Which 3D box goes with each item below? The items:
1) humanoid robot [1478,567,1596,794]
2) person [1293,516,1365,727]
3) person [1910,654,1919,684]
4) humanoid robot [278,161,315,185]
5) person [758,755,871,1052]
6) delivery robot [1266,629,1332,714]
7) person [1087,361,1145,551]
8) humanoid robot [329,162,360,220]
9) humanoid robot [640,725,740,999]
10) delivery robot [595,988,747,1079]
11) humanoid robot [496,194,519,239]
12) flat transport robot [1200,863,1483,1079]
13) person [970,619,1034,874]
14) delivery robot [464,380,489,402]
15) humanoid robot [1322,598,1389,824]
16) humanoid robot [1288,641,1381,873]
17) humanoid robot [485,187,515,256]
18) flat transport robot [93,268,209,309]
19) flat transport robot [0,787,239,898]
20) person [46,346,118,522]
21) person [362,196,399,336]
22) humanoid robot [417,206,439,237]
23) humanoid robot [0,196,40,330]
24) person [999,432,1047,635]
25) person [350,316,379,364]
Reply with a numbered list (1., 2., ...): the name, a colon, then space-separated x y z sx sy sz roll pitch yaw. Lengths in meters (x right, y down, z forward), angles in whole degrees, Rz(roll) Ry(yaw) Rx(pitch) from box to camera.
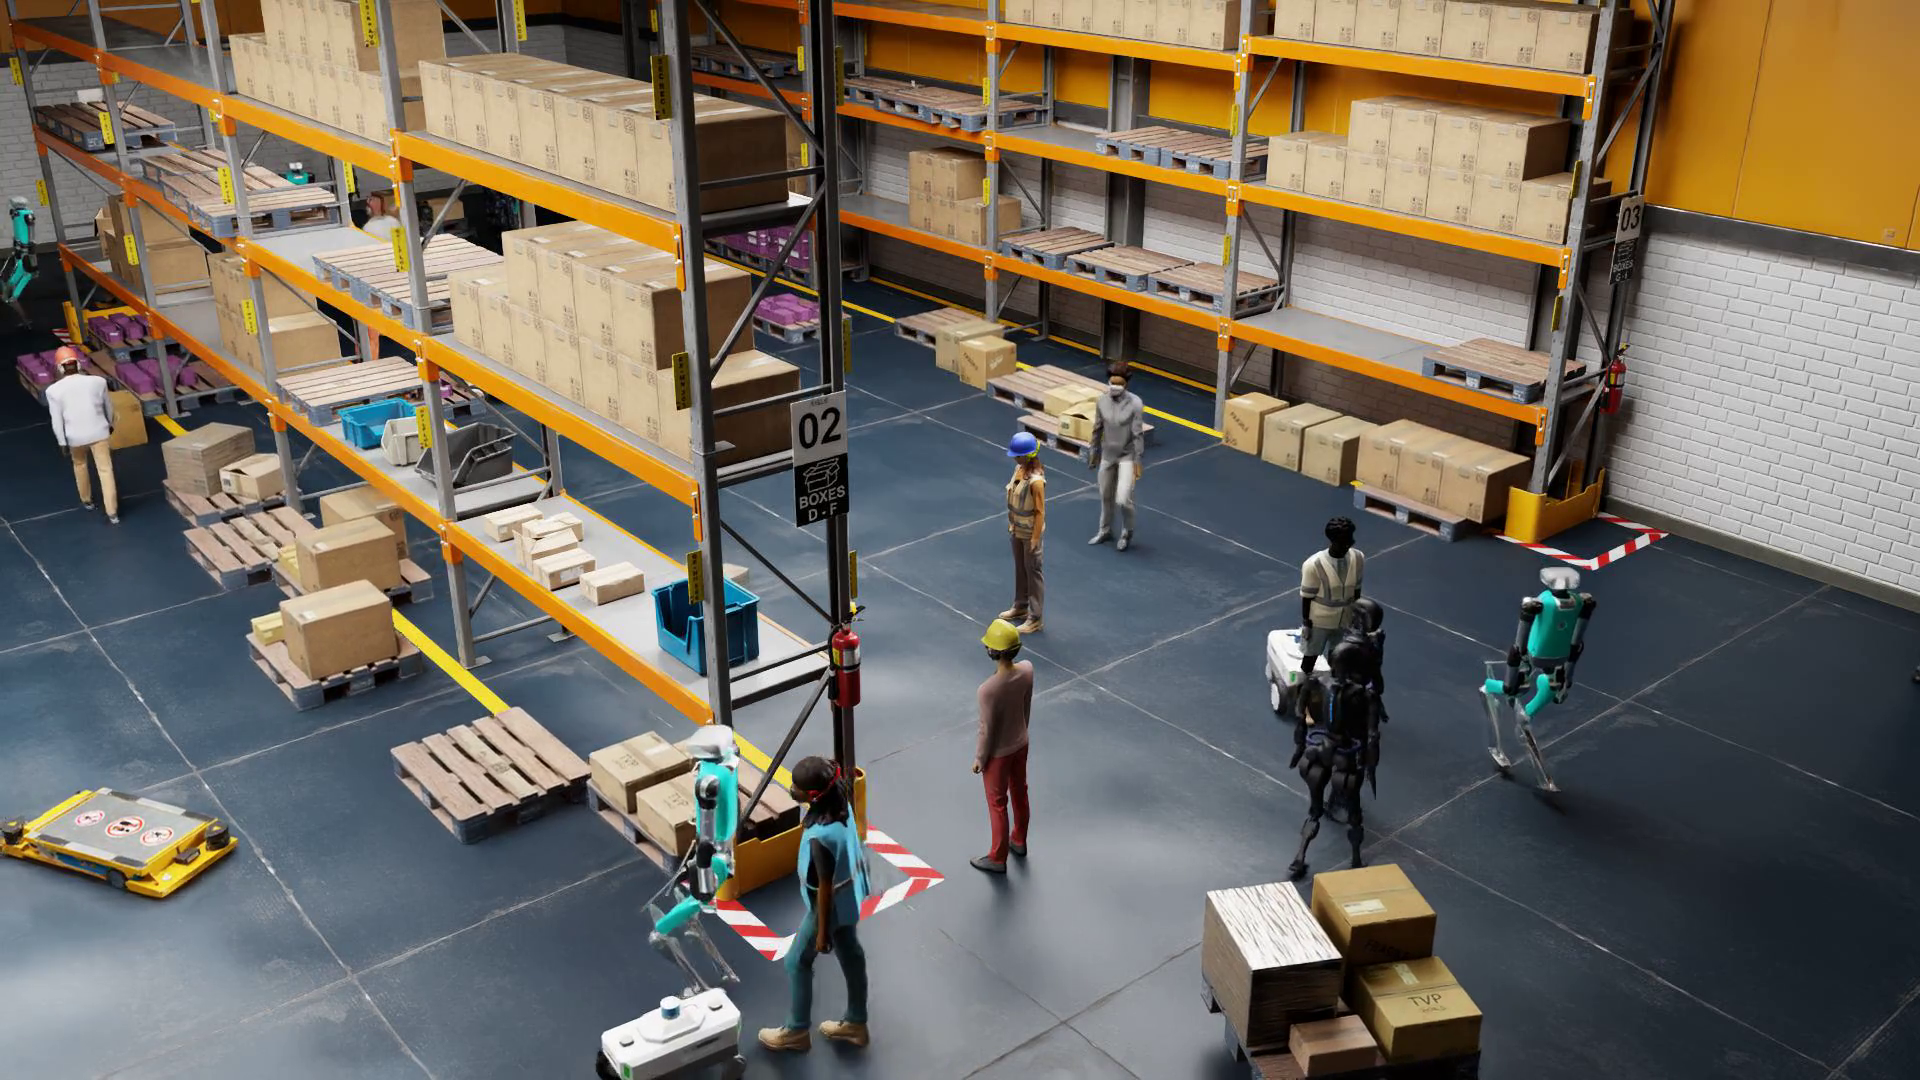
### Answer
1. humanoid robot: 3.974 0.925 11.631 0.547 1.730 0.975 -5 24 -11
2. person: 2.767 0.597 12.470 0.535 1.692 0.320 -9 25 -21
3. person: 7.821 0.263 12.948 0.548 1.927 0.390 13 27 28
4. humanoid robot: -10.085 -4.912 25.242 0.544 1.765 1.047 -17 29 -34
5. person: -0.822 1.968 9.089 0.727 1.848 0.556 6 24 13
6. delivery robot: 2.644 1.012 12.965 0.499 0.614 0.815 -2 23 -5
7. person: 1.476 -0.770 15.411 0.609 1.876 0.488 14 27 29
8. humanoid robot: -10.161 -5.865 27.446 0.613 1.645 0.451 12 26 25
9. humanoid robot: -1.554 1.867 9.466 0.669 1.792 0.552 3 24 7
10. delivery robot: -1.546 2.727 8.952 0.774 0.581 0.499 -15 27 -31
11. humanoid robot: -7.369 -5.689 26.979 0.547 1.765 0.963 -19 30 -36
12. flat transport robot: 2.053 2.830 9.091 0.659 0.231 1.431 -5 24 -11
13. person: 0.269 1.319 10.701 0.306 1.768 0.524 17 29 35
14. delivery robot: -5.499 -1.877 19.650 0.809 0.611 0.499 -3 24 -8
15. humanoid robot: 2.662 1.148 11.220 0.324 1.655 0.596 21 31 40
16. humanoid robot: 2.378 1.412 10.633 0.607 1.638 0.496 14 27 29
17. humanoid robot: -6.980 -4.972 25.375 0.608 1.642 0.422 20 30 38
18. flat transport robot: -11.384 -3.412 23.545 1.431 0.231 0.659 4 24 10
19. flat transport robot: -5.597 1.984 11.048 1.431 0.231 0.659 9 25 20
20. person: -8.564 -1.066 16.302 0.561 1.700 0.877 -14 27 -28
21. person: -7.635 -3.588 21.908 0.514 1.890 0.644 13 27 28
22. humanoid robot: -7.178 -3.679 22.402 0.639 1.642 0.593 8 25 17
23. humanoid robot: -12.665 -3.665 22.287 0.532 1.783 0.725 18 29 36
24. person: 0.538 -0.070 13.910 0.320 1.772 0.466 -10 25 -22
25. person: -7.178 -2.724 20.075 0.495 1.759 0.335 14 27 29
